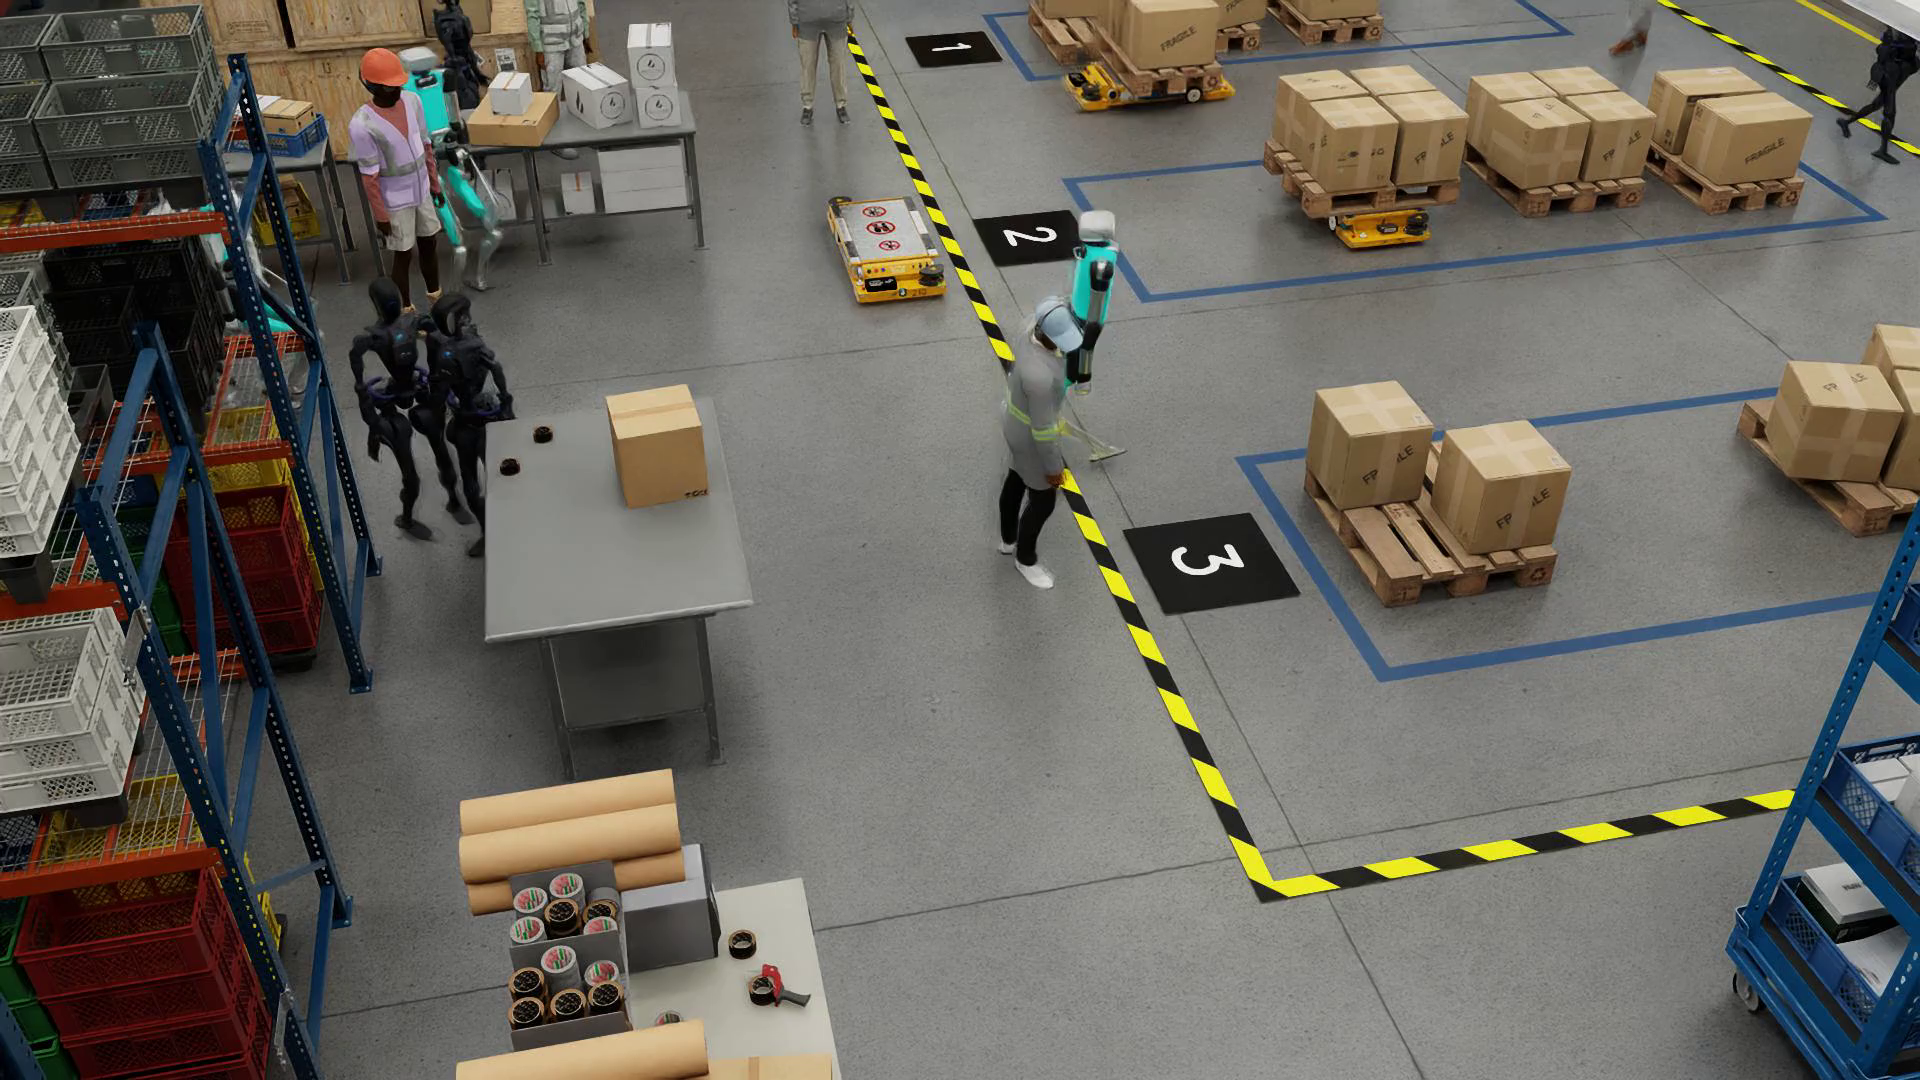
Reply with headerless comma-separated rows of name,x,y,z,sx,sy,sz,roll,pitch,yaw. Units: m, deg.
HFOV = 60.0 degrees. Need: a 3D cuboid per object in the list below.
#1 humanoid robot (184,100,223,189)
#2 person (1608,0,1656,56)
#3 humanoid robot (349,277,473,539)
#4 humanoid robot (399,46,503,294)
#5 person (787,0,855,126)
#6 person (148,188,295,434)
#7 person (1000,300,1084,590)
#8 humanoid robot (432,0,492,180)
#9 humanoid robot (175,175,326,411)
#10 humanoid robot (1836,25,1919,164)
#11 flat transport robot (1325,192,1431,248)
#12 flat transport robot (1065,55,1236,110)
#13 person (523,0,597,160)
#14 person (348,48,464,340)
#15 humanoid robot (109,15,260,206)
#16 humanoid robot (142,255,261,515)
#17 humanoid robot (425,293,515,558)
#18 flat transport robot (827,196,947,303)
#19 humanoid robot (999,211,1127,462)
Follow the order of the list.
humanoid robot,-5.276,-2.029,11.062,0.948,1.772,0.533,-8,37,-11
person,6.497,-5.543,15.701,0.743,1.843,0.380,-26,44,-30
humanoid robot,-3.104,-0.745,9.379,0.601,1.646,0.308,-29,45,-33
humanoid robot,-3.530,-2.507,11.719,0.749,1.815,0.564,27,44,31
person,-1.182,-4.437,14.260,0.572,1.766,0.396,-4,37,-6
person,-4.607,-1.526,10.273,0.660,1.867,0.416,-30,46,-34
person,0.423,-0.587,9.058,0.393,1.809,0.728,-1,37,-1
humanoid robot,-3.961,-3.687,13.328,0.333,1.653,0.601,-1,37,-2
humanoid robot,-4.307,-1.566,10.316,0.735,1.677,0.533,-2,37,-3
humanoid robot,7.785,-4.015,13.826,0.589,1.647,0.772,-14,39,-18
flat transport robot,3.134,-2.740,13.213,0.652,0.197,1.431,-8,37,-10
flat transport robot,1.732,-4.192,15.164,1.431,0.197,0.652,-8,37,-10
person,-3.276,-4.111,13.683,0.411,1.939,0.602,25,44,30
person,-3.720,-2.322,11.204,0.403,2.035,0.598,17,40,22
humanoid robot,-5.646,-3.020,12.428,0.889,1.826,0.558,-6,37,-8
humanoid robot,-4.421,-0.907,9.610,0.648,1.642,0.585,6,37,9
humanoid robot,-2.682,-0.609,9.185,0.614,1.648,0.349,17,40,22
flat transport robot,-0.570,-2.220,12.538,0.659,0.231,1.431,-8,37,-10
humanoid robot,0.572,-1.097,9.800,0.941,1.754,0.542,-1,37,-2
